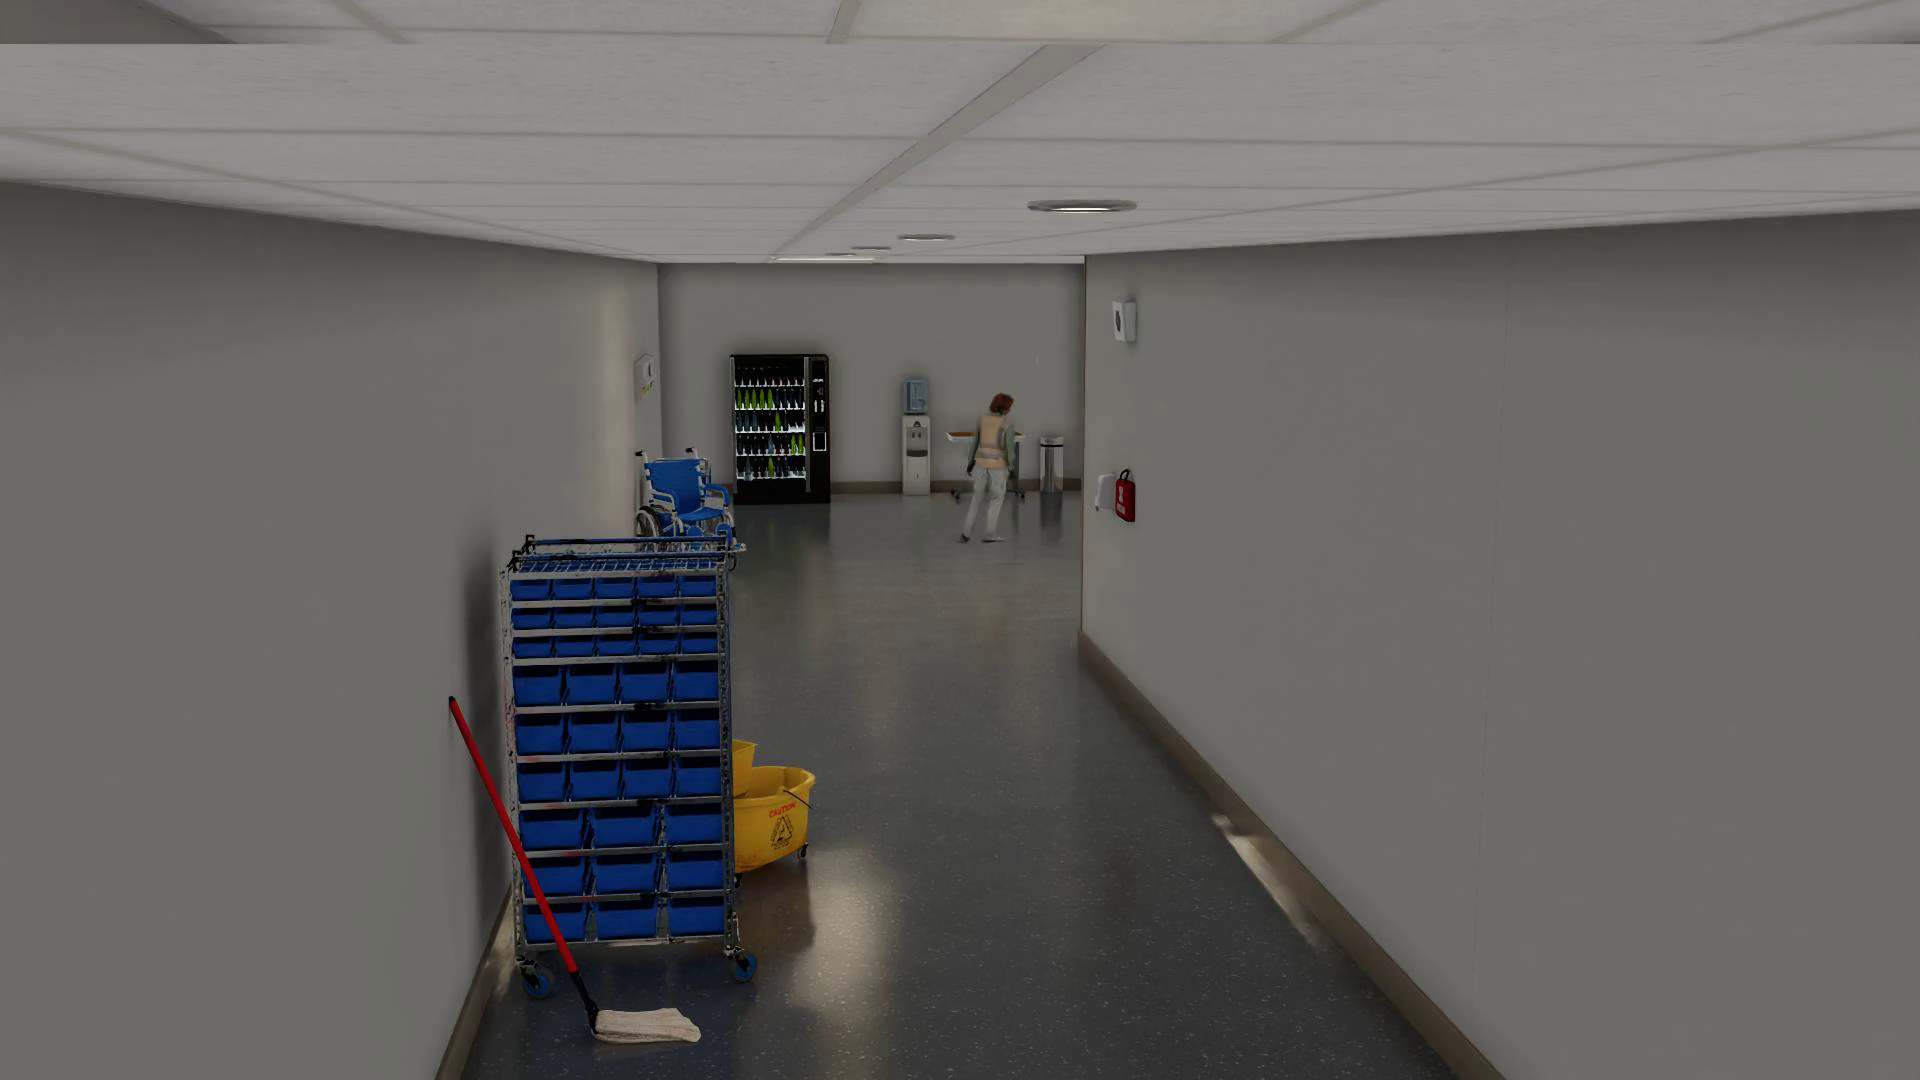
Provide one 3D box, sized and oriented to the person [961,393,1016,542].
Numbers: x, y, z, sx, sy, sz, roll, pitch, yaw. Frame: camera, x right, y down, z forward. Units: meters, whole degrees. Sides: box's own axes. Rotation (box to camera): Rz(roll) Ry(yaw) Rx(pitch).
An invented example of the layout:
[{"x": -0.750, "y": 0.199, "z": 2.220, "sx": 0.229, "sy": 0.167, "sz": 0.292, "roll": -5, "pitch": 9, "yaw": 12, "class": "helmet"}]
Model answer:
[{"x": 0.319, "y": -0.778, "z": 17.912, "sx": 0.619, "sy": 1.609, "sz": 0.403, "roll": 7, "pitch": 11, "yaw": 37, "class": "person"}]
